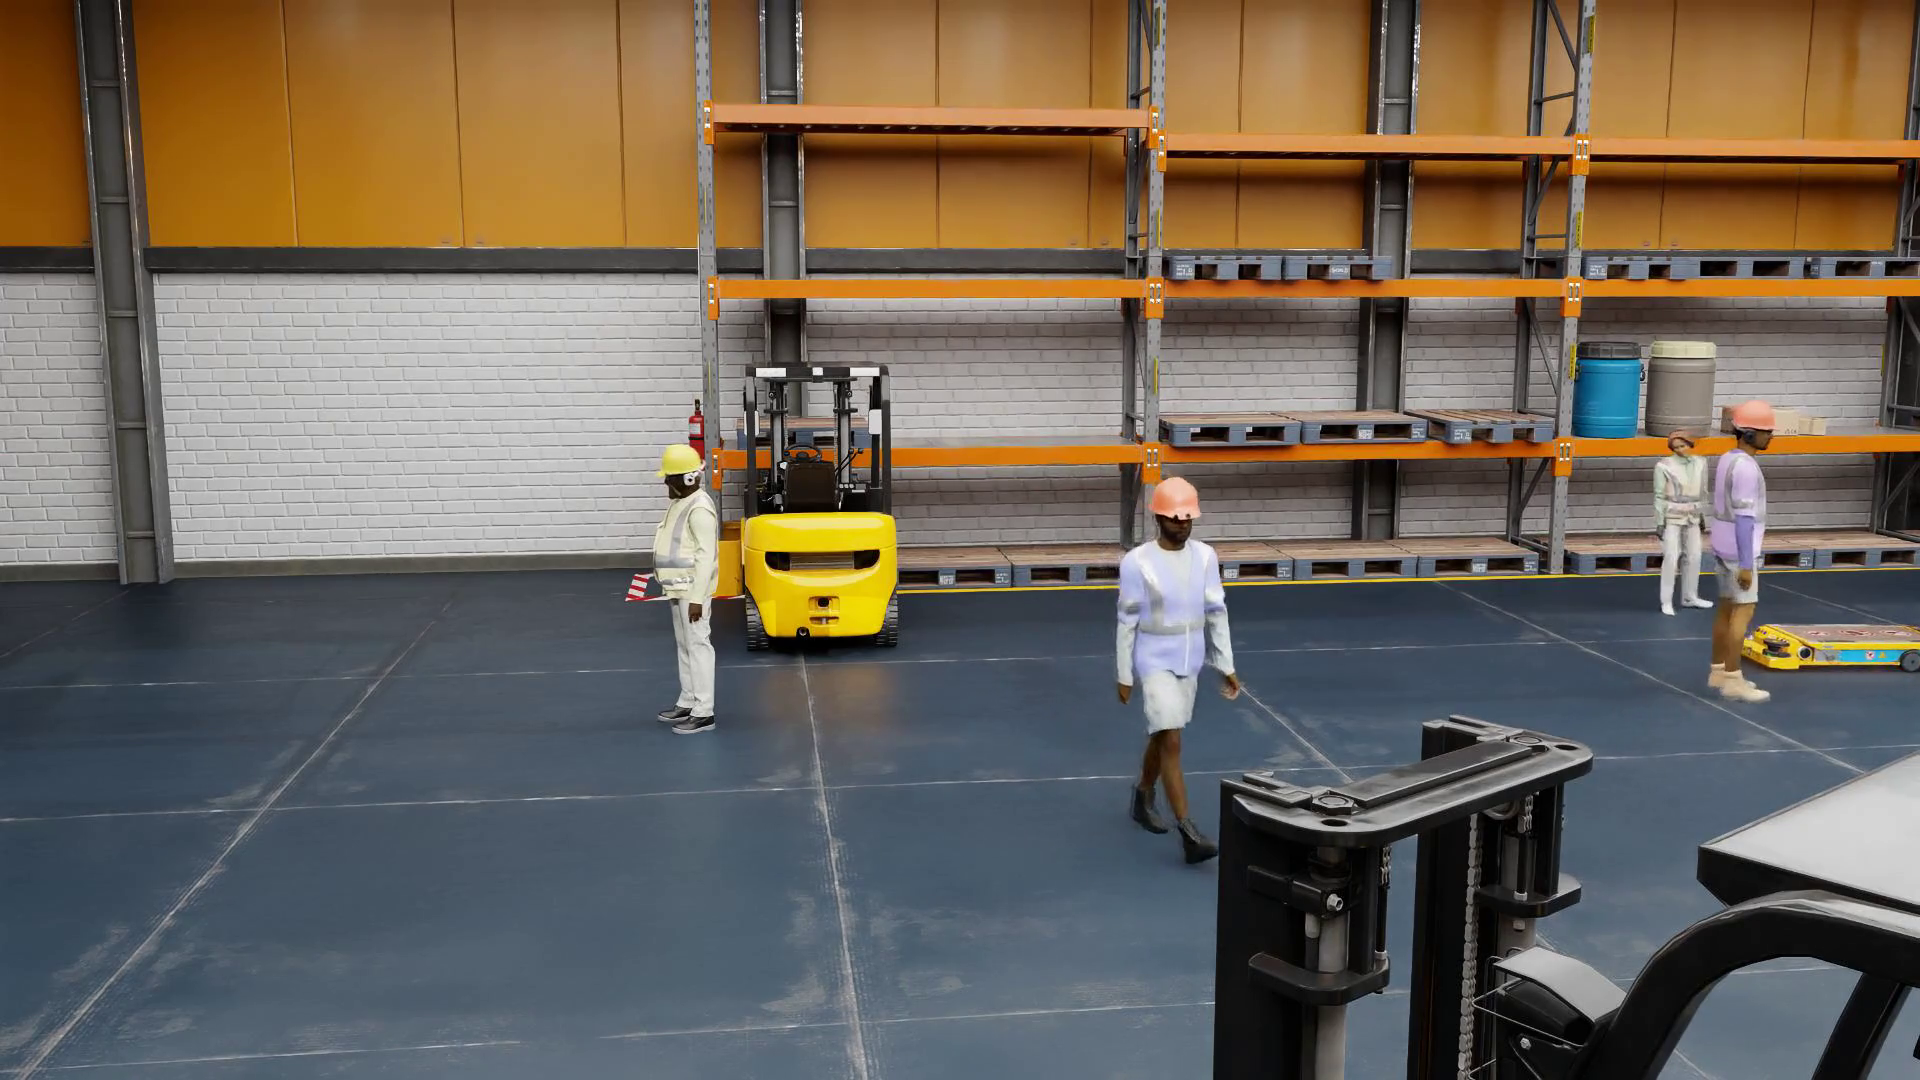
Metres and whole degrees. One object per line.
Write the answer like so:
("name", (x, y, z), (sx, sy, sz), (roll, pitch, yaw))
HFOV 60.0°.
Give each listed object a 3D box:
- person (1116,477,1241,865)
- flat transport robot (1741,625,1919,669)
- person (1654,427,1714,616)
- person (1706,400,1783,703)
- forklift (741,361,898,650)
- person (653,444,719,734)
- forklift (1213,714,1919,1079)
("person", (1.094, 0.628, 8.280), (0.549, 1.883, 0.985), (-5, 10, -28))
("flat transport robot", (6.569, 0.784, 12.337), (1.431, 0.197, 0.652), (0, 9, 0))
("person", (6.110, -0.157, 14.041), (0.658, 1.606, 0.355), (-3, 10, -19))
("person", (5.319, 0.067, 11.310), (0.386, 2.041, 0.628), (2, 9, 12))
("forklift", (-1.154, -0.340, 13.365), (1.214, 2.155, 2.313), (-1, 9, -7))
("person", (-1.729, 0.301, 10.508), (0.404, 1.828, 0.587), (-4, 10, -24))
("forklift", (1.441, 1.425, 2.350), (1.214, 2.155, 2.313), (-7, 12, -39))
